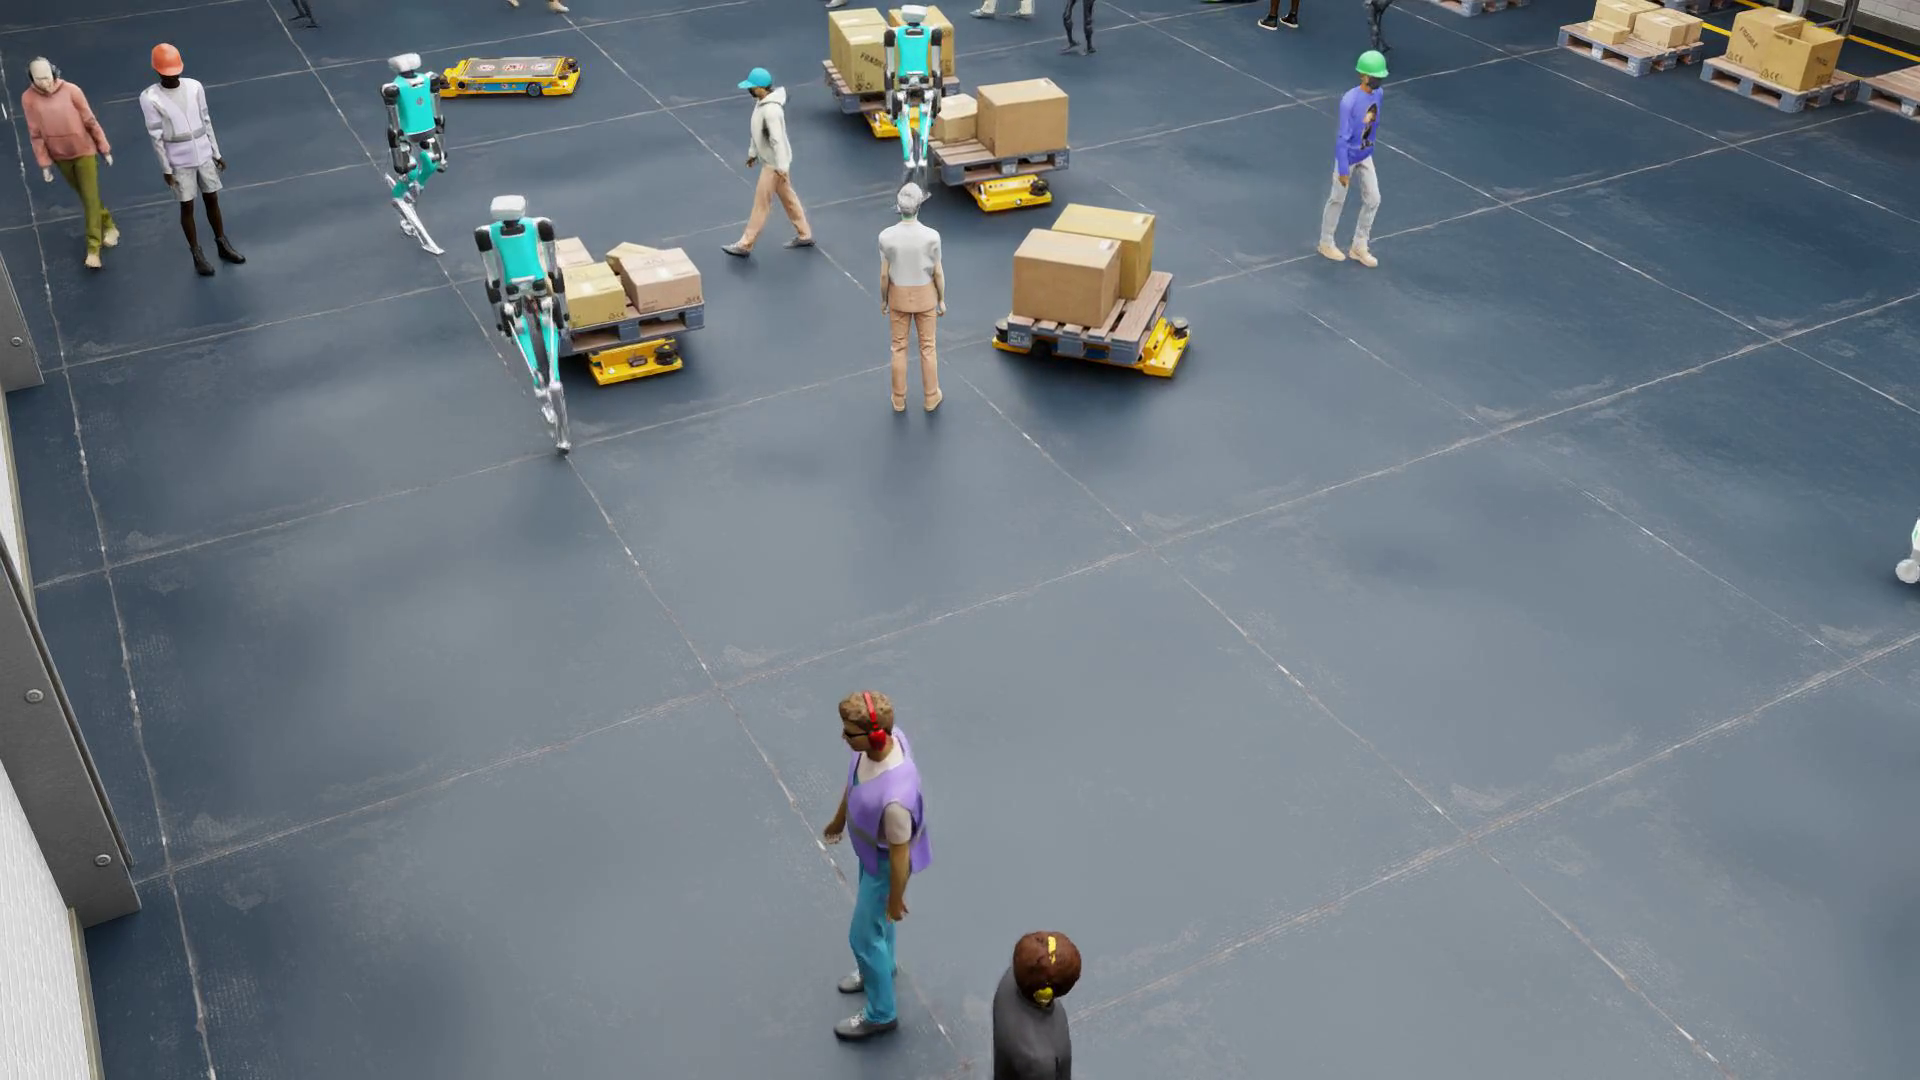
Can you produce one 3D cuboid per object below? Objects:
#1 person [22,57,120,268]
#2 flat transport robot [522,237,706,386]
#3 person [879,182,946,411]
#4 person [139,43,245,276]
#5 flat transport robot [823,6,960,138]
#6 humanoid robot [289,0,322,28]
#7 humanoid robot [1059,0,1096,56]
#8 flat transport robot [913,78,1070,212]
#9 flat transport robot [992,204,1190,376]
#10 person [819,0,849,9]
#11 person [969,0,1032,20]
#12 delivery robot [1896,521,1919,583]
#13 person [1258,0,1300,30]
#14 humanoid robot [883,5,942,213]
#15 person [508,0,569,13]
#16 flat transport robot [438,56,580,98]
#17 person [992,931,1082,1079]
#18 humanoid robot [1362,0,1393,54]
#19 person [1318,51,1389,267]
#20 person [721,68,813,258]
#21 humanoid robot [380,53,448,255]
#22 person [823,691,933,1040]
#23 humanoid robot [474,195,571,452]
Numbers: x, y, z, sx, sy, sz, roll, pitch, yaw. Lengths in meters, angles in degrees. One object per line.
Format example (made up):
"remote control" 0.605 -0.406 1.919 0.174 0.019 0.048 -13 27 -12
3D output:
"person" -7.442 -3.196 13.959 0.541 1.768 0.939 -5 35 -7
"flat transport robot" -2.711 -1.663 13.090 0.659 0.231 1.431 -15 38 -20
"person" -0.336 -1.723 11.887 0.473 1.748 0.320 1 35 2
"person" -6.369 -3.161 13.783 0.370 1.929 0.542 24 42 31
"flat transport robot" -0.706 -4.513 17.160 0.659 0.231 1.431 -9 36 -13
"humanoid robot" -7.692 -6.707 19.066 0.387 1.651 0.609 -6 35 -8
"humanoid robot" 1.329 -6.143 18.269 0.443 1.647 0.586 -22 41 -28
"flat transport robot" 0.292 -3.489 15.697 0.659 0.231 1.431 -12 37 -16
"flat transport robot" 1.027 -1.609 13.013 1.431 0.231 0.659 11 37 15
"person" -1.517 -7.319 19.710 0.431 1.938 0.558 -11 36 -15
"person" 0.484 -6.943 19.280 0.822 1.802 0.624 12 37 16
"delivery robot" 6.301 0.141 10.282 0.499 0.613 0.797 -27 43 -33
"person" 3.745 -6.829 18.997 0.602 1.958 0.377 -14 37 -19
"humanoid robot" -0.391 -3.782 14.840 0.565 1.781 0.793 -6 36 -9
"person" -5.054 -7.032 19.520 0.669 1.673 0.527 10 36 13
"flat transport robot" -4.831 -4.946 17.777 1.431 0.231 0.659 -2 35 -2
"person" 0.343 2.151 6.257 0.523 1.860 0.528 -1 35 -2
"humanoid robot" 4.581 -5.963 18.003 0.365 1.652 0.585 17 38 23
"person" 3.334 -3.146 13.832 0.485 1.845 0.703 -21 40 -28
"person" -1.663 -3.186 14.074 0.833 1.631 0.474 -7 36 -10
"humanoid robot" -4.750 -3.284 14.185 0.856 1.845 0.549 25 42 31
"person" -0.383 1.400 7.357 0.520 1.829 0.566 -5 35 -8
"humanoid robot" -2.915 -1.406 11.484 0.541 1.795 0.901 -13 37 -18
